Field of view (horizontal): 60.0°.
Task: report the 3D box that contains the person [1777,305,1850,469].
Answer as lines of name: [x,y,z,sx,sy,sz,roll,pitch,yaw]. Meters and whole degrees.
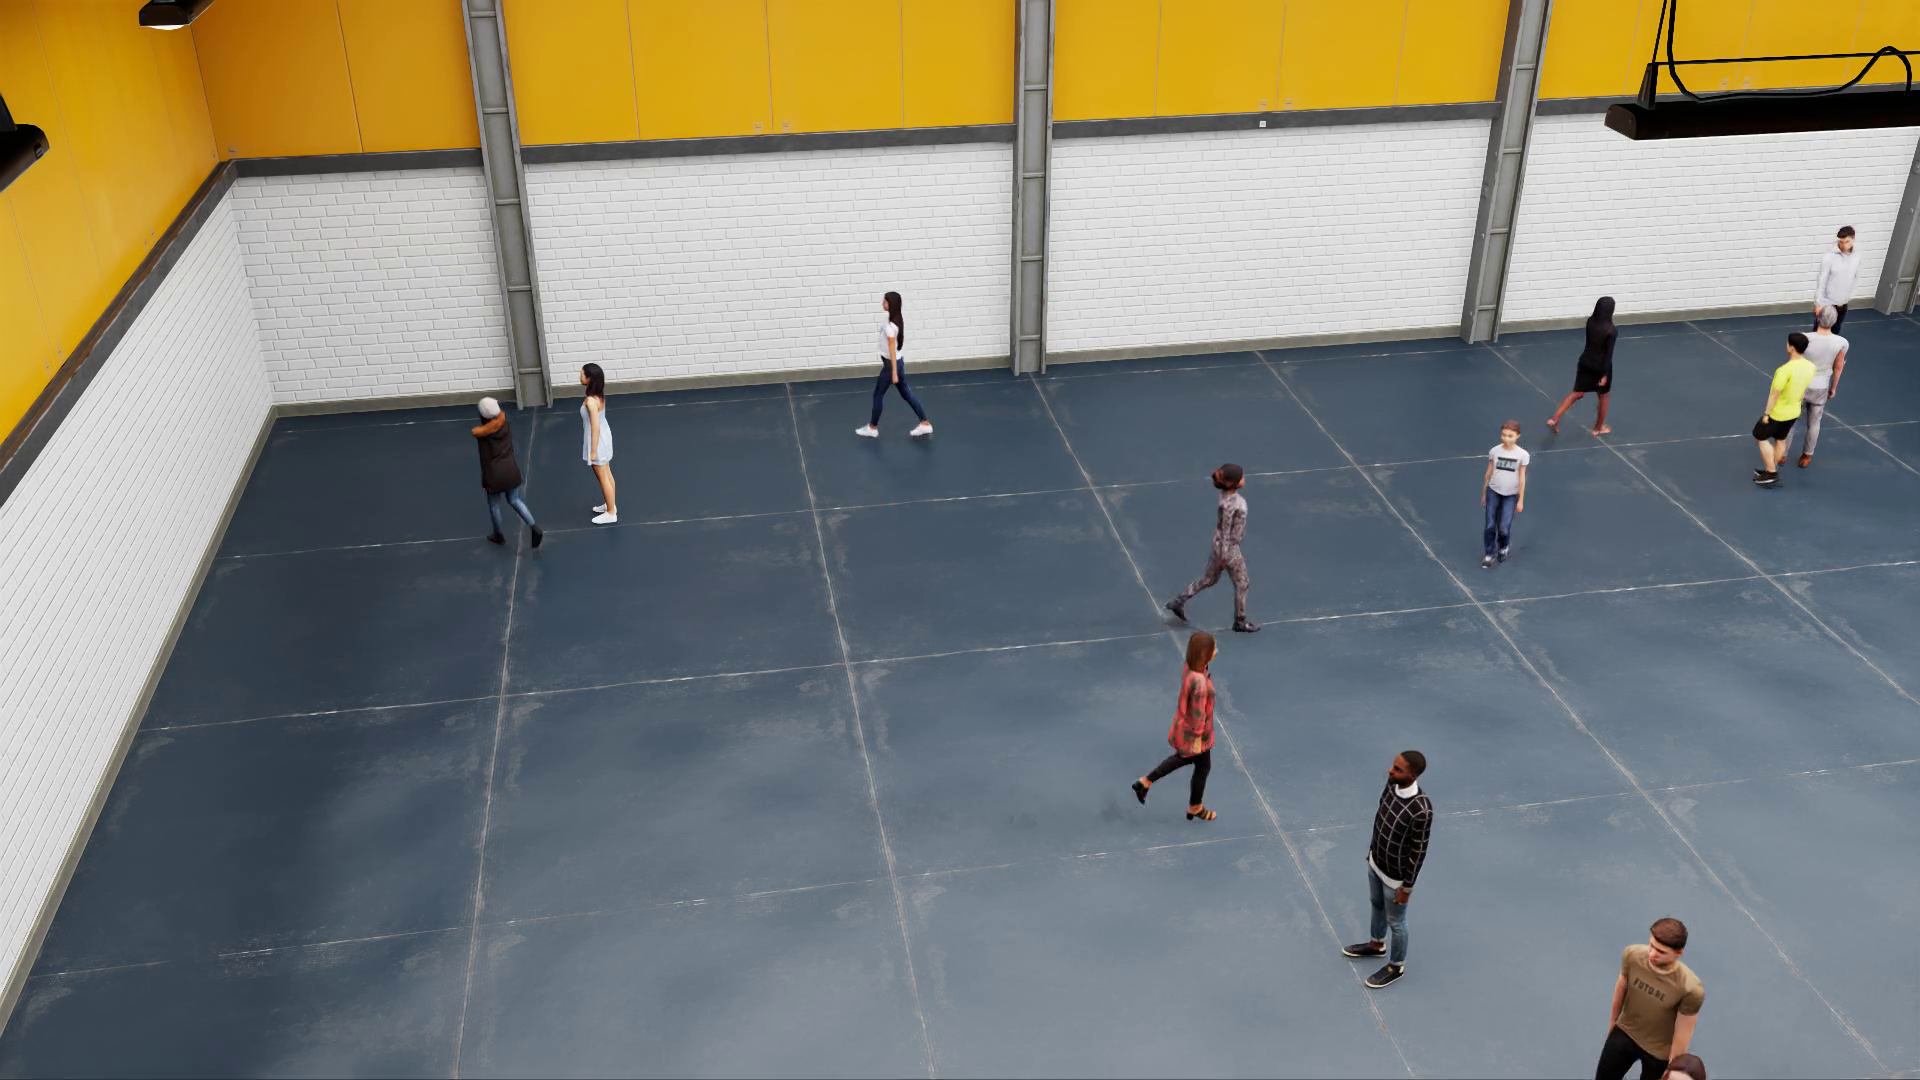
person: [9.193,-1.658,17.980,0.669,1.833,0.828,8,30,14]

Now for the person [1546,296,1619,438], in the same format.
person: [7.006,-1.900,18.568,1.174,1.694,0.824,-13,31,-23]

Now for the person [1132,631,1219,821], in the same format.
person: [1.668,1.421,12.489,0.918,1.685,0.671,-1,29,-2]

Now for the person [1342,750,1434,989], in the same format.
person: [2.894,2.144,11.023,0.579,1.821,0.675,-8,30,-14]

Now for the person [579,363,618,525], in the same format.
person: [-3.665,-0.995,16.872,0.544,1.730,0.599,-2,29,-4]

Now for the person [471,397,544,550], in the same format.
person: [-4.452,-0.635,16.330,1.042,1.617,0.993,19,34,31]

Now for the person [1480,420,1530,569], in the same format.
person: [5.275,-0.470,16.101,0.708,1.548,0.768,16,33,27]

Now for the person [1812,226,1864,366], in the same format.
person: [10.622,-2.944,20.269,0.545,1.898,0.919,-12,31,-21]

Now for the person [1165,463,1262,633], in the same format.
person: [2.299,0.076,14.952,1.162,1.689,0.786,2,29,4]

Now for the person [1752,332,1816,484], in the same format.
person: [8.747,-1.377,17.604,0.659,1.701,0.739,-11,30,-19]

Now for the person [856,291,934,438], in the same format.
person: [-0.648,-1.909,18.546,1.184,1.732,0.847,4,29,7]

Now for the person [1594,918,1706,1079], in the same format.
person: [4.055,2.879,9.659,0.843,1.836,0.808,-23,36,-36]
